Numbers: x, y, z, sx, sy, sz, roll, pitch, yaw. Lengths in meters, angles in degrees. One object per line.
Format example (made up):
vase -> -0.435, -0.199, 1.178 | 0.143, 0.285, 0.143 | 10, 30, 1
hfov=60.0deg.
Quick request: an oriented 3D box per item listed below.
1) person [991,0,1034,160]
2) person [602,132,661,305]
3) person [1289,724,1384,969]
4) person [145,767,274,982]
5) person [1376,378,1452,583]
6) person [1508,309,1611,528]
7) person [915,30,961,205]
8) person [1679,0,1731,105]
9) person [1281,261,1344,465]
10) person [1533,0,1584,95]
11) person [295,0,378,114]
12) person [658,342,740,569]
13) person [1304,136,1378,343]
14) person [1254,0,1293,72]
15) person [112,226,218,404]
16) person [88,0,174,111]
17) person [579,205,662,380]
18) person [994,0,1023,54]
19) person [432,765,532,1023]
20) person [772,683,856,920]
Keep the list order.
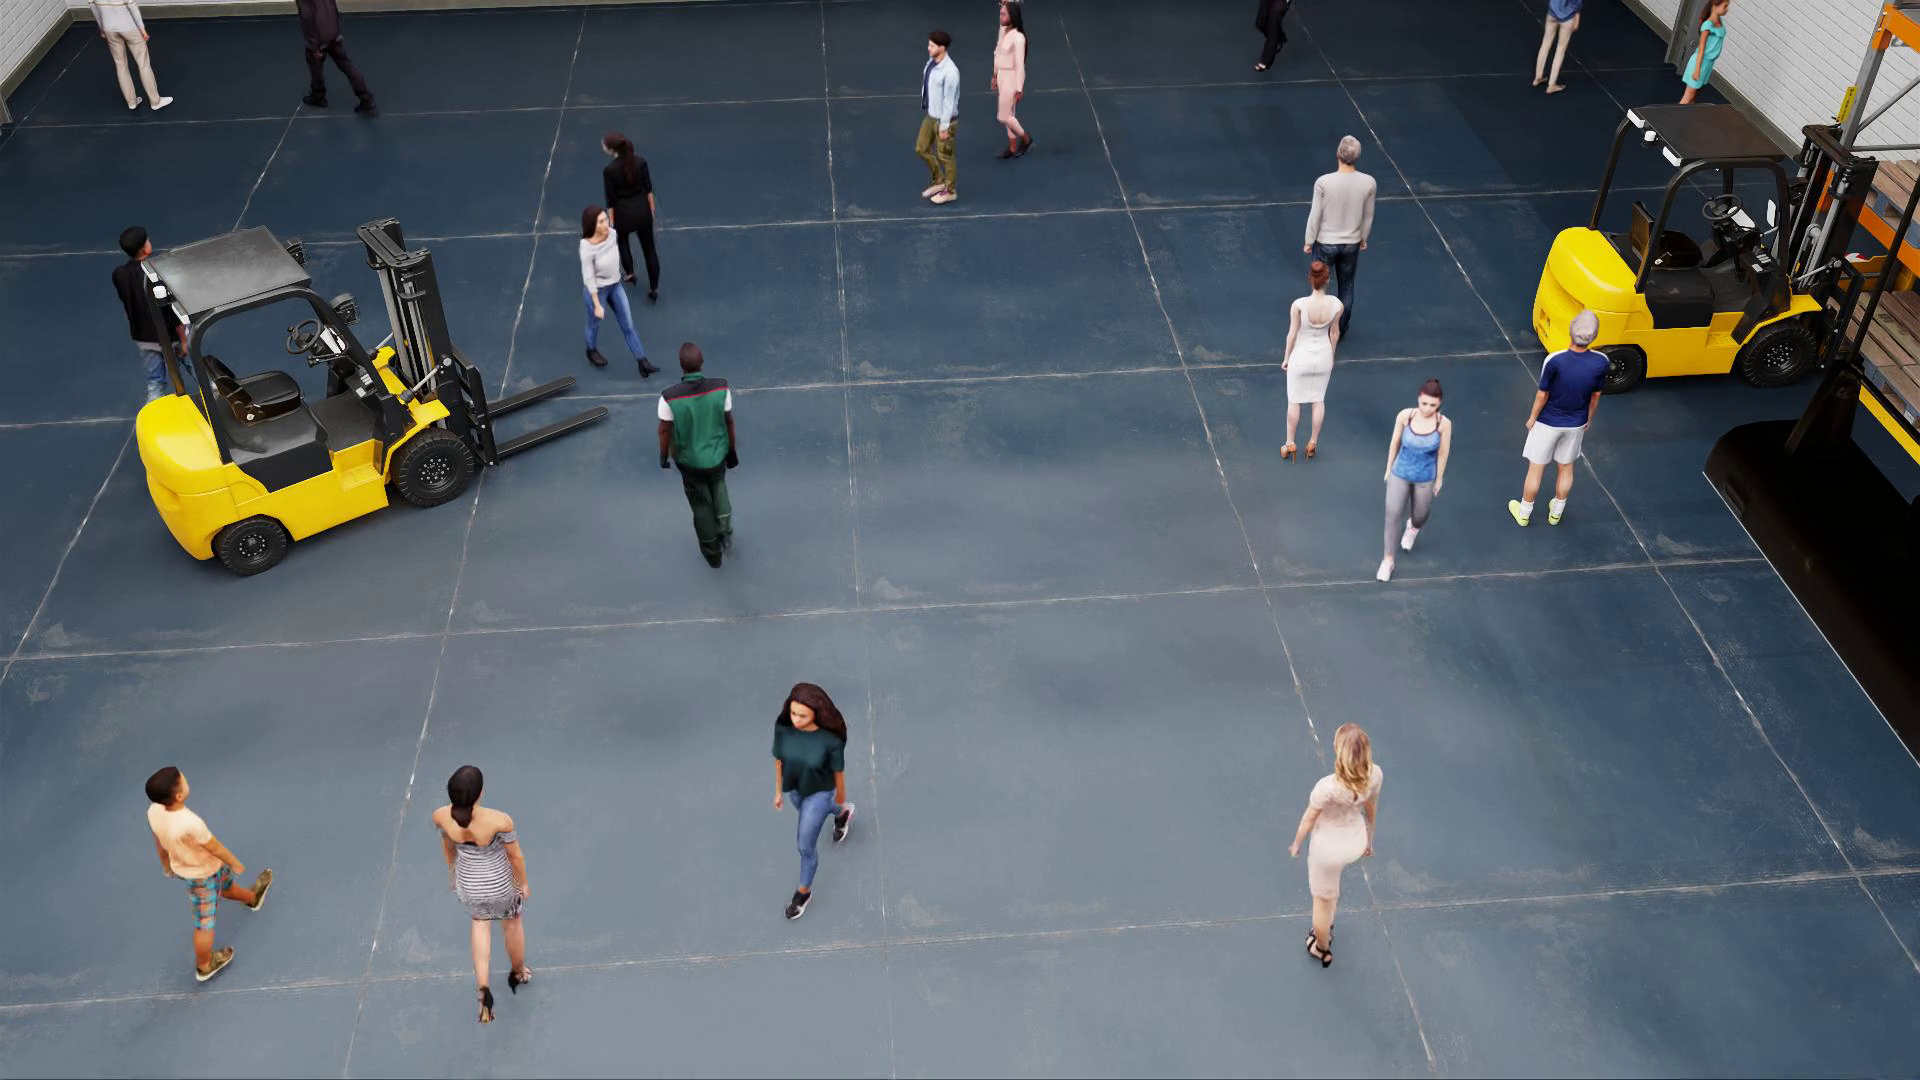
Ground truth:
person -> 0.604, -4.801, 17.398 | 0.768, 1.712, 0.679 | -13, 40, -16
person -> -2.940, -2.864, 15.040 | 0.870, 1.627, 0.987 | -19, 42, -22
person -> 2.101, 1.757, 9.101 | 0.674, 1.819, 0.685 | -14, 41, -16
person -> -4.293, 1.878, 9.260 | 0.850, 1.431, 1.038 | 16, 41, 19
person -> 3.314, -0.482, 12.083 | 0.818, 1.598, 0.984 | 15, 41, 17
person -> 4.486, -0.896, 12.408 | 0.650, 1.838, 0.571 | 0, 39, 0
person -> -0.109, -4.220, 16.600 | 0.844, 1.800, 0.698 | -15, 41, -18
person -> 8.016, -5.155, 17.966 | 0.695, 1.558, 0.631 | 26, 46, 29
person -> 2.744, -1.389, 13.060 | 0.577, 1.794, 0.508 | 0, 39, 0
person -> 6.787, -5.924, 18.814 | 0.765, 1.700, 0.657 | -22, 44, -25
person -> -6.892, -5.518, 18.232 | 1.205, 1.793, 1.287 | 17, 42, 20
person -> -1.840, -0.547, 11.983 | 0.807, 1.824, 0.810 | -18, 42, -21
person -> 3.280, -2.588, 14.469 | 0.724, 1.909, 0.614 | -2, 39, -3
person -> 3.724, -6.284, 19.308 | 0.850, 1.647, 0.846 | -23, 44, -26
person -> -6.486, -1.613, 13.364 | 0.858, 1.765, 1.217 | 4, 39, 5
person -> -9.269, -5.669, 18.366 | 0.724, 1.861, 0.620 | 3, 39, 4
person -> -3.089, -2.104, 14.129 | 1.093, 1.578, 1.075 | 24, 44, 27
person -> 0.605, -6.347, 19.660 | 0.658, 1.305, 0.561 | -19, 43, -23
person -> -2.548, 1.933, 8.893 | 0.663, 1.803, 0.817 | 2, 39, 3
person -> -0.845, 1.398, 9.738 | 0.955, 1.586, 1.166 | 17, 42, 20
